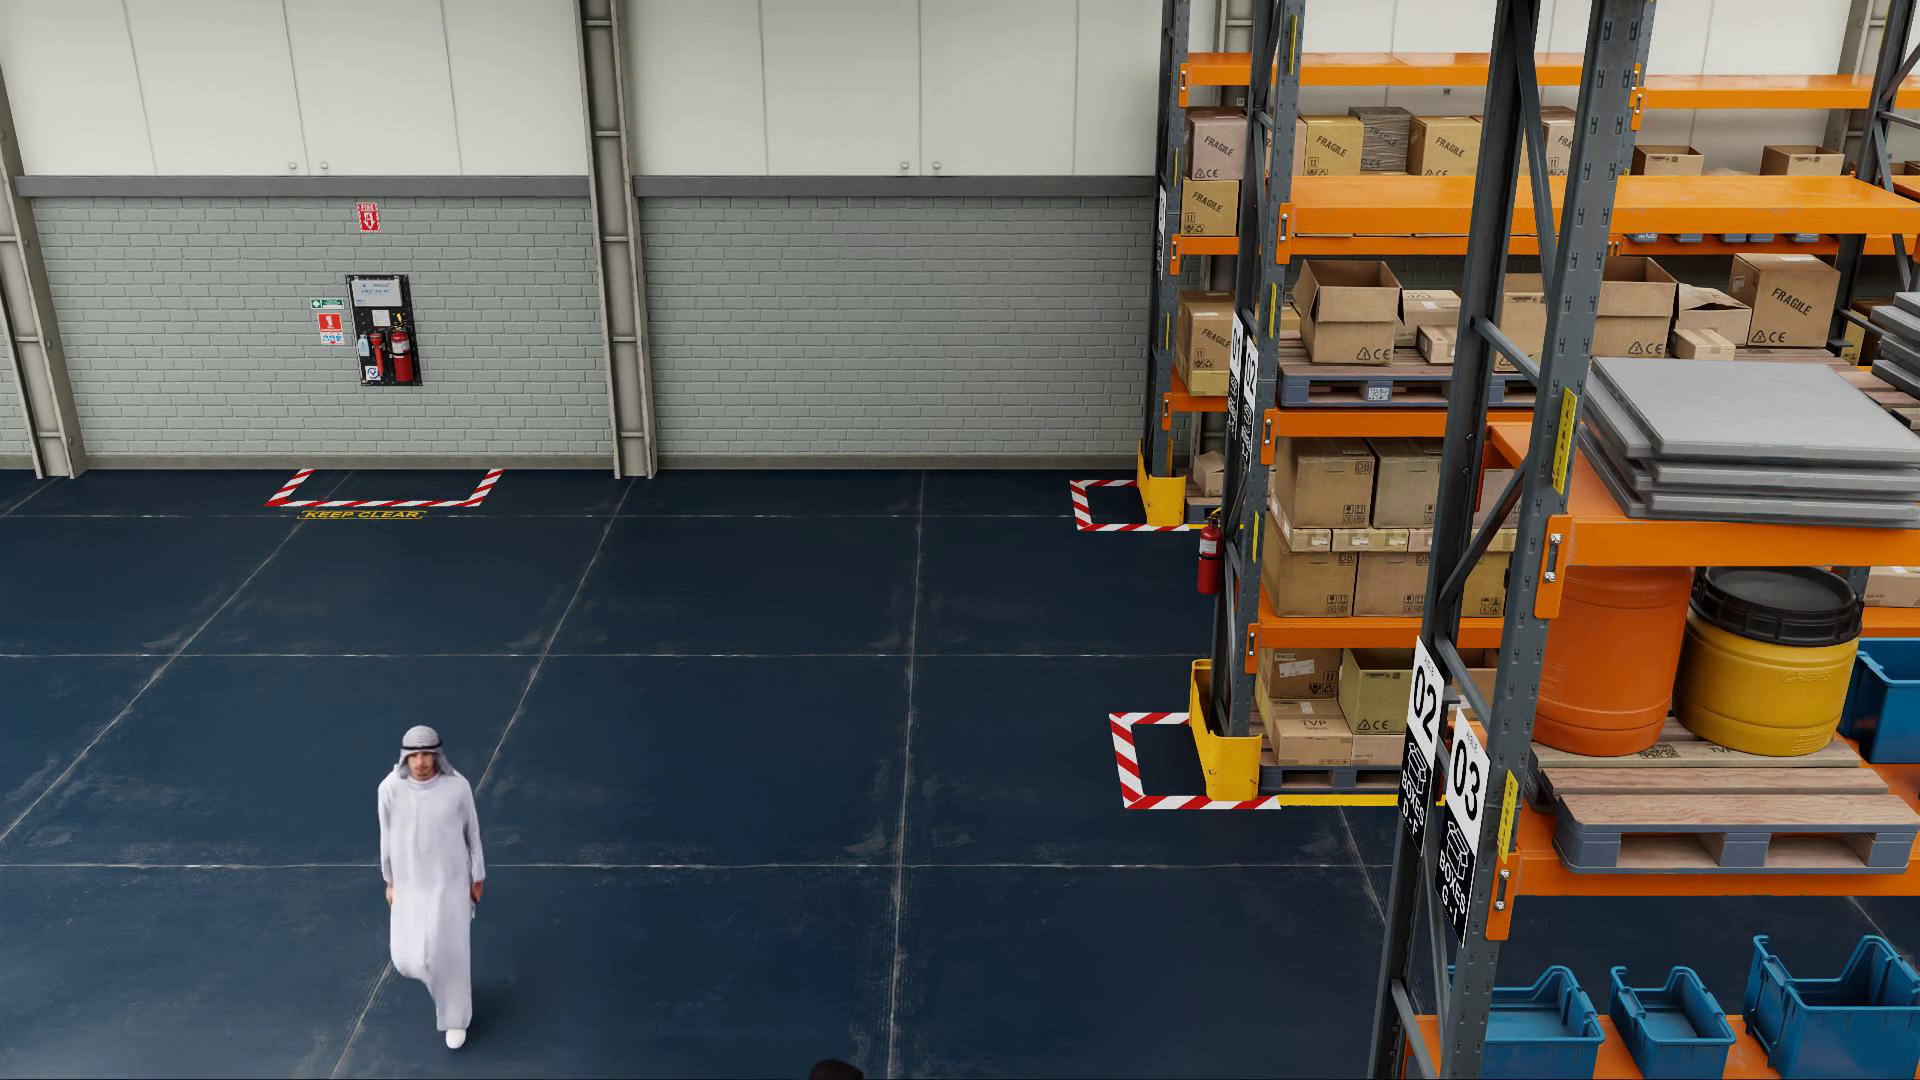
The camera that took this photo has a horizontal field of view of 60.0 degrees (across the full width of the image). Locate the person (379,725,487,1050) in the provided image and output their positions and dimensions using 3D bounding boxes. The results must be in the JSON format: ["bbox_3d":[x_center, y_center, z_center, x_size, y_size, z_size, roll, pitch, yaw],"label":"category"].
[{"bbox_3d":[-2.860,1.807,9.055,0.862,1.910,0.840,-4,23,-10],"label":"person"}]
